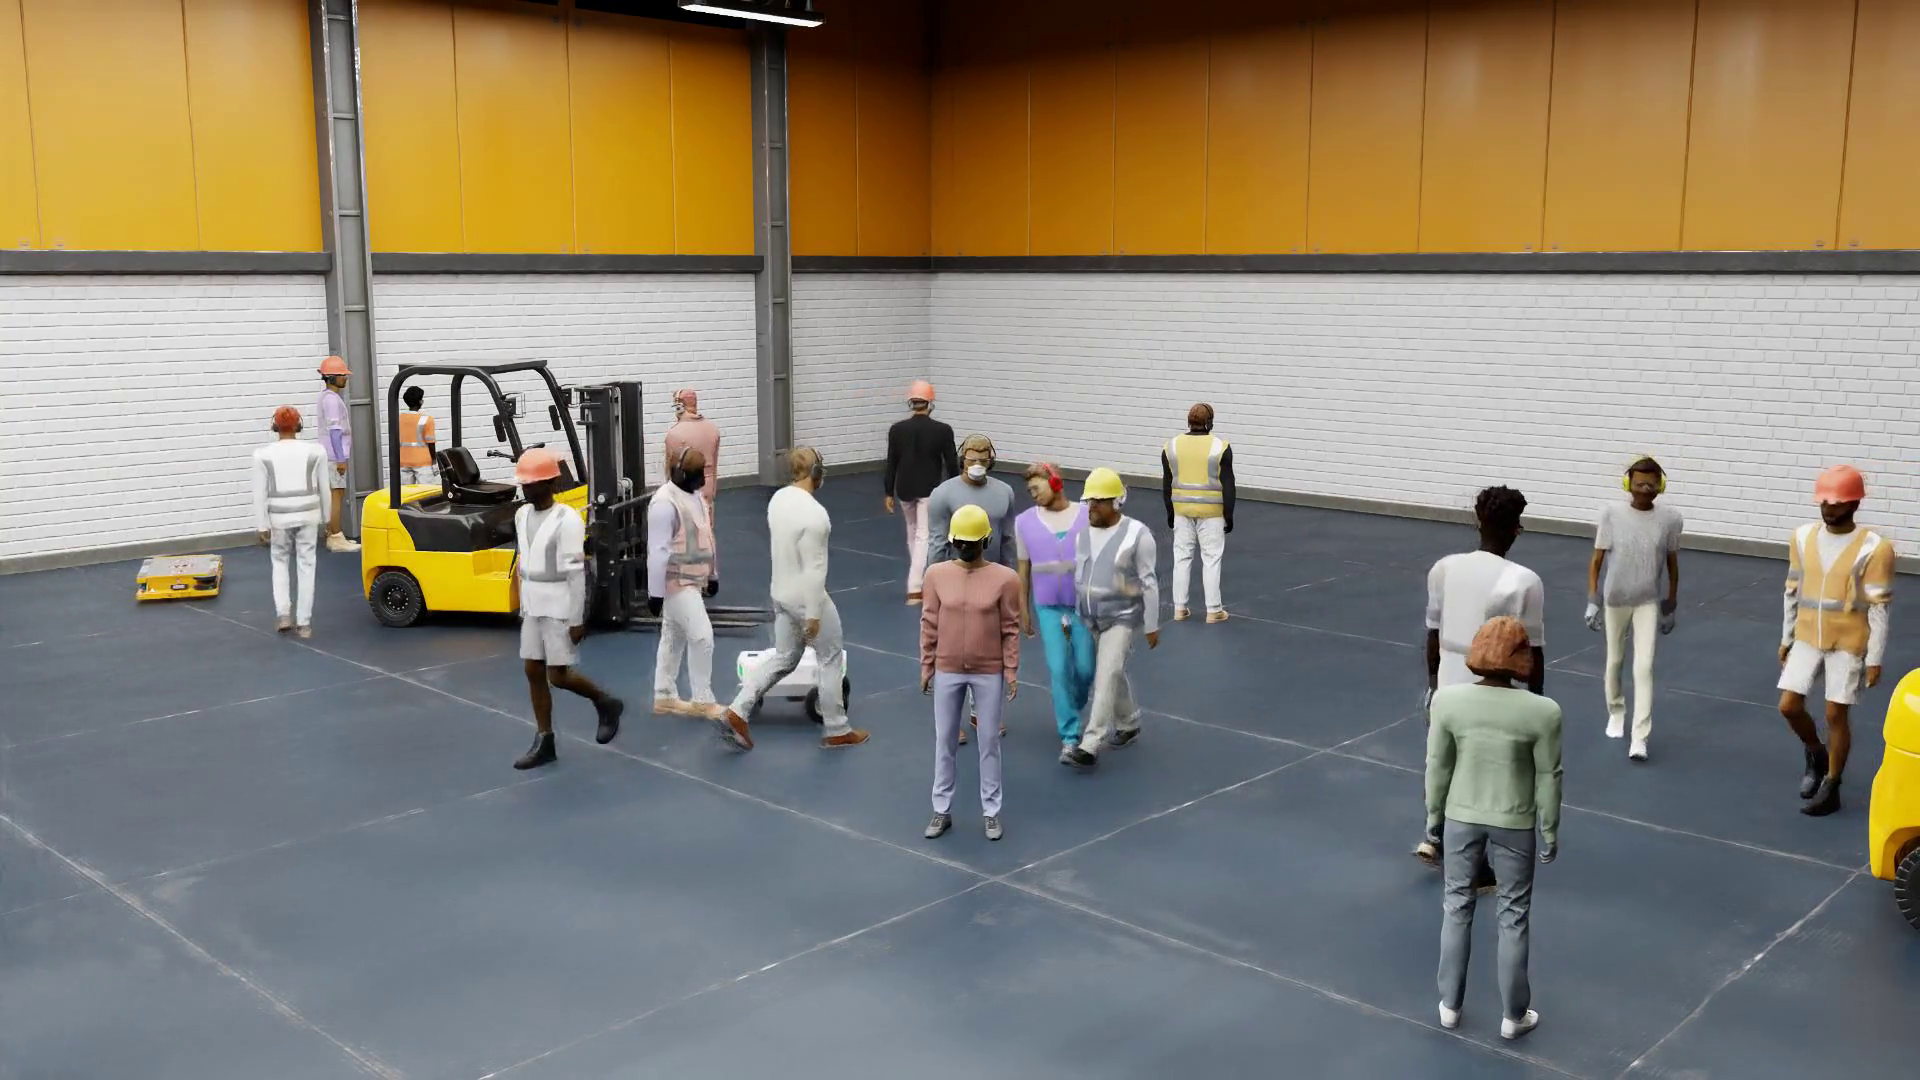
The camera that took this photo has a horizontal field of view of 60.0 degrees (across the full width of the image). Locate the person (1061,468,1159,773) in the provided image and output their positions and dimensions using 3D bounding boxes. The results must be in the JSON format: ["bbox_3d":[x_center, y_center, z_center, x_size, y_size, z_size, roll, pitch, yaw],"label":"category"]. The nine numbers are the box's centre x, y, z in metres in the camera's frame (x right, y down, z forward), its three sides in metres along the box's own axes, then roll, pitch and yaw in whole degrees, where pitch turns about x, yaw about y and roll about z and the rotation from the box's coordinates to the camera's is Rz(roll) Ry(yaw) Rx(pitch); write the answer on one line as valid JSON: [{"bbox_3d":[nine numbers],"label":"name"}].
[{"bbox_3d":[0.850,0.456,9.935,0.597,1.773,0.958,8,12,41],"label":"person"}]

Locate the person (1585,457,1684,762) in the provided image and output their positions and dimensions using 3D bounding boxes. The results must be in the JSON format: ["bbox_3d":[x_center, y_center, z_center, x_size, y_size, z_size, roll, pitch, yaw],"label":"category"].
[{"bbox_3d":[4.114,0.400,10.175,0.516,1.816,0.948,4,10,22],"label":"person"}]

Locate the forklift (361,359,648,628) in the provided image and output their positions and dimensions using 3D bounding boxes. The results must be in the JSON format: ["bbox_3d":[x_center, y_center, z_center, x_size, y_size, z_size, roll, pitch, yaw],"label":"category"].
[{"bbox_3d":[-3.850,-0.407,13.936,2.313,2.155,1.214,2,9,11],"label":"forklift"}]

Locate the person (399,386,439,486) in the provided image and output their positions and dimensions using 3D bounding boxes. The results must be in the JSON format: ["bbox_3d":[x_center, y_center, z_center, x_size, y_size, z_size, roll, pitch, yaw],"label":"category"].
[{"bbox_3d":[-5.887,-0.818,18.003,0.535,1.693,0.317,3,10,18],"label":"person"}]

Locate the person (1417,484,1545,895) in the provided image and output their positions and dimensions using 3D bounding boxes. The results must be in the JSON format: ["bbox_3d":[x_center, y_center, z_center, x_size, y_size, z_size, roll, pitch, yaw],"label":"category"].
[{"bbox_3d":[2.485,0.708,7.850,0.421,1.952,0.622,-5,11,-30],"label":"person"}]

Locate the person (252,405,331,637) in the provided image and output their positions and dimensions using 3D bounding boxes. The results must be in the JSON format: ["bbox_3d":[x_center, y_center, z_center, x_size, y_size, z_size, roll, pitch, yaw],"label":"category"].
[{"bbox_3d":[-5.377,-0.161,13.427,0.566,1.864,0.574,-3,10,-21],"label":"person"}]

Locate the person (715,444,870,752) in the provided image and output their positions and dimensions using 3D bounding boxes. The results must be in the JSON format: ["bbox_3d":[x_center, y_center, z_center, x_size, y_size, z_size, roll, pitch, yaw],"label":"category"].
[{"bbox_3d":[-1.033,0.368,10.122,0.882,1.906,0.630,-6,11,-33],"label":"person"}]

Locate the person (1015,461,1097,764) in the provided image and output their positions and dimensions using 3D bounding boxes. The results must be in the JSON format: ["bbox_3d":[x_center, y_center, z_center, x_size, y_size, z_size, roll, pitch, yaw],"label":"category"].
[{"bbox_3d":[0.627,0.415,10.090,0.602,1.798,0.604,1,9,5],"label":"person"}]

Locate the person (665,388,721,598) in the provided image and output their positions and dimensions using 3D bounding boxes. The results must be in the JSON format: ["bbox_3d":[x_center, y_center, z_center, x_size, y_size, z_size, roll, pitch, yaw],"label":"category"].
[{"bbox_3d":[-2.402,-0.391,14.740,0.409,1.903,0.638,5,11,29],"label":"person"}]

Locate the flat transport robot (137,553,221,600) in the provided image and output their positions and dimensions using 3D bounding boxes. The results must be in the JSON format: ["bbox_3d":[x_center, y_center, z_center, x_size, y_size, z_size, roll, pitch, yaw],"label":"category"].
[{"bbox_3d":[-7.194,0.322,15.347,0.652,0.197,1.431,-4,10,-22],"label":"flat transport robot"}]

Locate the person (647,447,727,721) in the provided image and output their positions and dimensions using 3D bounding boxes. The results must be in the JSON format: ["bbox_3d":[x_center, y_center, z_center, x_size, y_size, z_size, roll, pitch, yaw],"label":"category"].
[{"bbox_3d":[-1.736,0.287,10.844,0.717,1.805,0.754,1,9,9],"label":"person"}]

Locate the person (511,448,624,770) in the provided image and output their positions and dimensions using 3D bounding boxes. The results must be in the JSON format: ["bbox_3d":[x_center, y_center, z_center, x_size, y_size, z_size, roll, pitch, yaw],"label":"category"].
[{"bbox_3d":[-2.388,0.388,9.924,0.548,1.916,0.636,7,12,38],"label":"person"}]

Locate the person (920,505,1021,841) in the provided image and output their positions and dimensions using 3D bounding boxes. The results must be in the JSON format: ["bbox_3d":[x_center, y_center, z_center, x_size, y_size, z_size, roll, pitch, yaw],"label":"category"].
[{"bbox_3d":[0.048,0.684,8.587,0.524,1.759,0.328,1,9,7],"label":"person"}]

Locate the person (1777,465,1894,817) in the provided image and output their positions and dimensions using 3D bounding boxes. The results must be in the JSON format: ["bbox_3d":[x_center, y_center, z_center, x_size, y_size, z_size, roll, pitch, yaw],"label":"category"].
[{"bbox_3d":[4.667,0.545,8.936,0.416,1.918,0.578,-7,12,-36],"label":"person"}]

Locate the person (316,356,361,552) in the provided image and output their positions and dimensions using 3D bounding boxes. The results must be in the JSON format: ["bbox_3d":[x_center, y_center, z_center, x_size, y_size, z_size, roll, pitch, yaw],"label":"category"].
[{"bbox_3d":[-6.505,-0.895,17.386,0.379,2.045,0.605,-5,10,-28],"label":"person"}]

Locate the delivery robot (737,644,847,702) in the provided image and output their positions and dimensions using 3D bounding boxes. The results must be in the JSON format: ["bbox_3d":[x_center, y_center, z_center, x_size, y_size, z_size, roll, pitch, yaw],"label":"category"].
[{"bbox_3d":[-1.103,0.855,10.929,0.707,0.478,0.477,0,9,-2],"label":"delivery robot"}]

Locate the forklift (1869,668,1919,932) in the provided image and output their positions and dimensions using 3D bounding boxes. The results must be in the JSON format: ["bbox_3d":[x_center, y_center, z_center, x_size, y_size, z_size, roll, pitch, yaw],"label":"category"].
[{"bbox_3d":[5.205,0.723,7.013,2.313,2.155,1.214,9,13,43],"label":"forklift"}]

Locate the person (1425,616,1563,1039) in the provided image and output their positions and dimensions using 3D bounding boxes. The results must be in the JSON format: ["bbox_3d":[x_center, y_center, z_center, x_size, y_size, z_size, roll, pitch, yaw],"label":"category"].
[{"bbox_3d":[2.051,1.099,6.423,0.507,1.631,0.275,5,10,27],"label":"person"}]

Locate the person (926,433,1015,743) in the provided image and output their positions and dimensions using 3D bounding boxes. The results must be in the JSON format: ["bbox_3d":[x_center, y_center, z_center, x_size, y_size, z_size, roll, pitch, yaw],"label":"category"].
[{"bbox_3d":[0.083,0.294,10.430,0.629,1.936,0.374,-6,11,-33],"label":"person"}]

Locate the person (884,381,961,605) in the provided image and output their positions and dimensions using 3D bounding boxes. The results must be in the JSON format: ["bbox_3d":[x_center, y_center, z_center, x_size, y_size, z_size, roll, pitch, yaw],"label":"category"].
[{"bbox_3d":[-0.312,-0.441,14.896,0.625,1.943,0.997,4,10,21],"label":"person"}]

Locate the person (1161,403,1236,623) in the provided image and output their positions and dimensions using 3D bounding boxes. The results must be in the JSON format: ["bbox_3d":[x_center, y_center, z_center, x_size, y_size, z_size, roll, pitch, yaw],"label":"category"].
[{"bbox_3d":[2.003,-0.226,13.906,0.627,1.844,0.429,4,10,26],"label":"person"}]
